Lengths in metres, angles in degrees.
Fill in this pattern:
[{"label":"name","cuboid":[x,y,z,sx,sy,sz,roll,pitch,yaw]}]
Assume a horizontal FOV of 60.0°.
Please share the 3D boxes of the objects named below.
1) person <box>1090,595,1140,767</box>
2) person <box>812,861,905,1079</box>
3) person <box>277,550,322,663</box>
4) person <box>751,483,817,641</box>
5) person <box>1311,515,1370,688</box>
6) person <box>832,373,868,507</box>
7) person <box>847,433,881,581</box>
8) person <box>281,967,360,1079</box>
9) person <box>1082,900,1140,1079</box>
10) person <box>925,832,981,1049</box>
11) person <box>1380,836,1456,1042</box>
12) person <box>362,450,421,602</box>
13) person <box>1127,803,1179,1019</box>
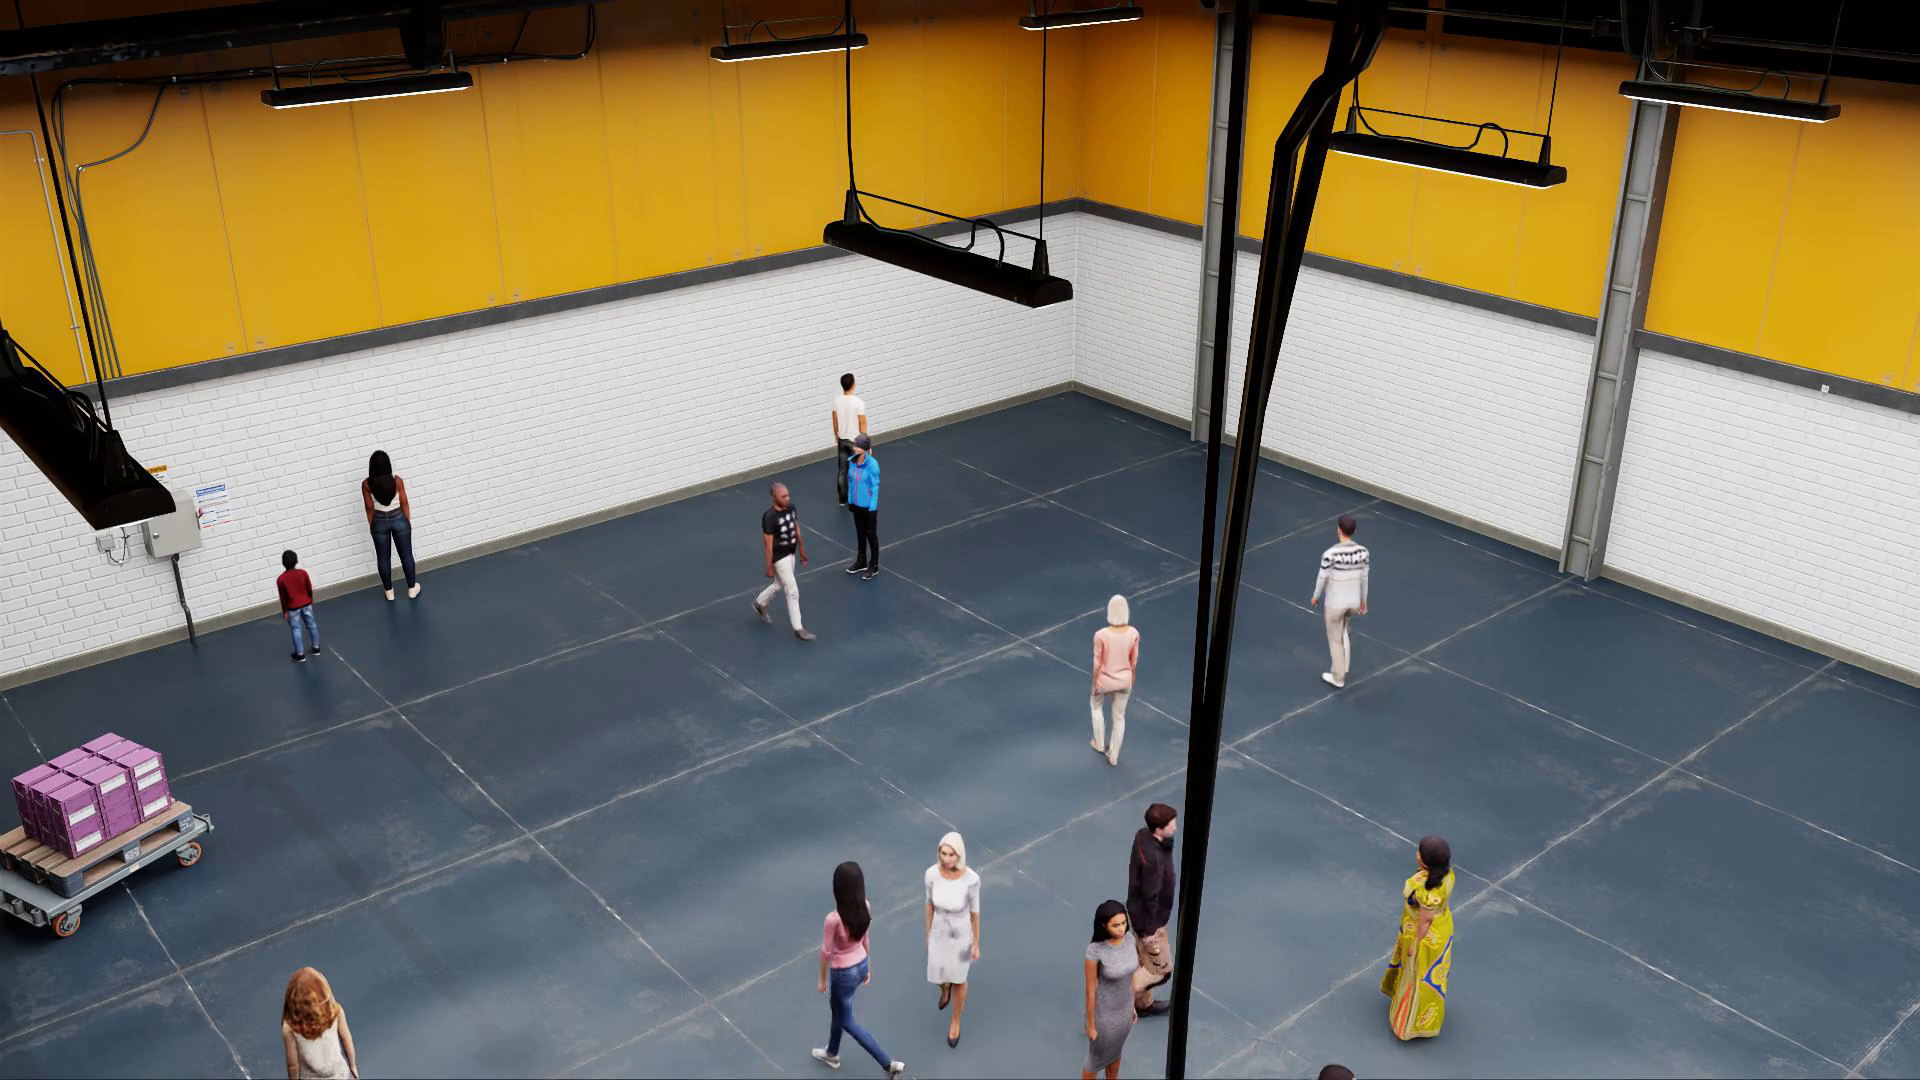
[{"label":"person","cuboid":[1.468,1.360,15.667,0.758,1.714,0.803,-5,24,-10]},{"label":"person","cuboid":[-0.732,3.095,11.700,1.097,1.713,0.739,16,28,32]},{"label":"person","cuboid":[-7.079,0.687,17.781,0.511,1.255,0.487,-21,31,-39]},{"label":"person","cuboid":[-2.010,0.191,18.262,1.279,1.778,0.948,13,27,27]},{"label":"person","cuboid":[3.963,0.676,17.078,0.769,1.839,0.795,-9,25,-20]},{"label":"person","cuboid":[-1.436,-1.302,21.645,0.612,1.804,0.764,12,26,26]},{"label":"person","cuboid":[-1.125,-0.422,19.627,0.481,1.807,0.694,21,31,40]},{"label":"person","cuboid":[-4.075,3.505,10.706,0.579,1.759,0.517,-16,28,-32]},{"label":"person","cuboid":[1.010,3.221,11.327,0.593,1.781,0.529,-16,28,-32]},{"label":"person","cuboid":[-0.044,2.861,12.201,0.803,1.741,0.852,5,24,10]},{"label":"person","cuboid":[3.426,2.891,12.234,0.945,1.659,0.970,12,26,25]},{"label":"person","cuboid":[-6.532,-0.177,19.064,0.735,1.809,0.749,-6,24,-12]},{"label":"person","cuboid":[1.306,2.762,12.216,1.004,1.910,0.962,-3,24,-6]}]
